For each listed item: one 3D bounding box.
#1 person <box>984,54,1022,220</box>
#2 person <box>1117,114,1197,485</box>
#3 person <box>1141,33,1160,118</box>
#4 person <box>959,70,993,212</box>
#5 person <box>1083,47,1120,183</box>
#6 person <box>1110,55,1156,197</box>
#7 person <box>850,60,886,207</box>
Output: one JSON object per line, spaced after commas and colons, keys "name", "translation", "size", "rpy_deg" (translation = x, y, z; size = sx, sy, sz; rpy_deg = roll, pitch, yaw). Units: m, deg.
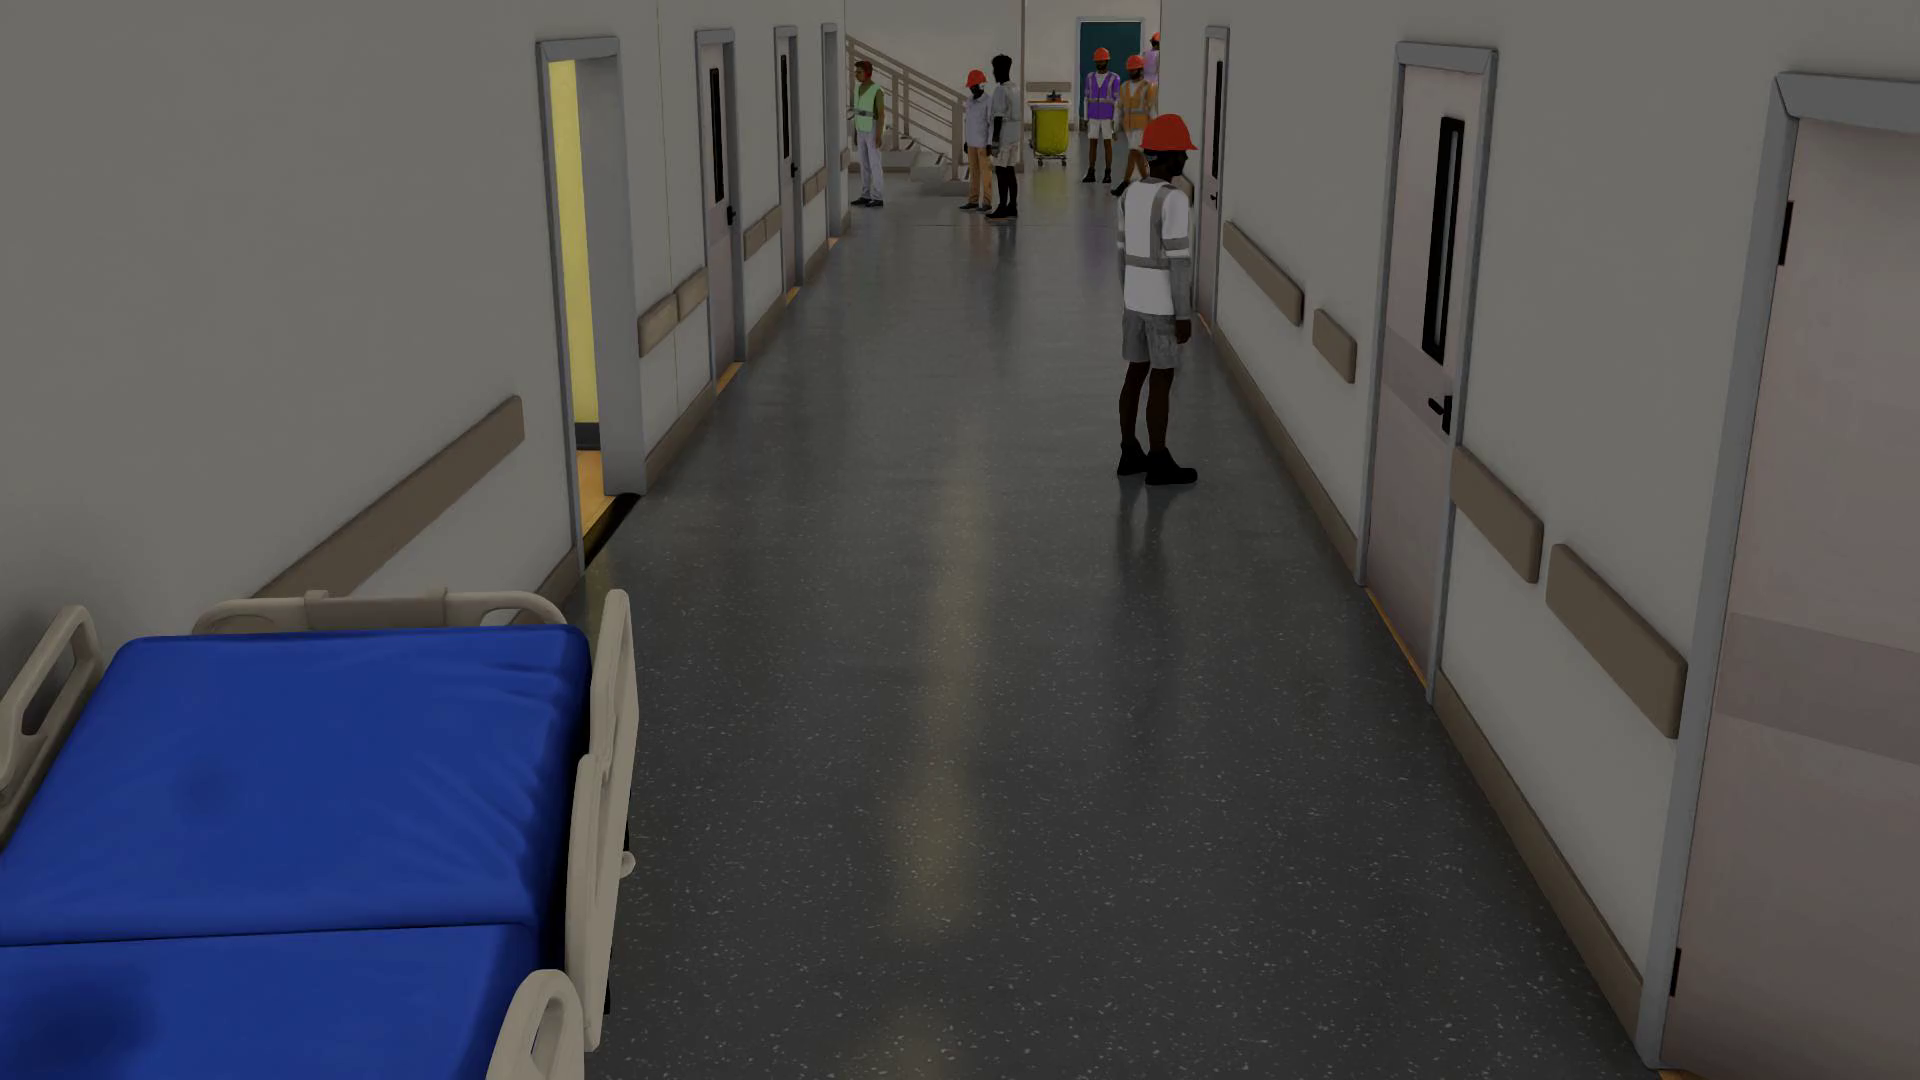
{"name": "person", "translation": [0.536, -4.862, 20.118], "size": [0.385, 1.955, 0.608], "rpy_deg": [8, 19, 24]}
{"name": "person", "translation": [1.053, -1.263, 8.831], "size": [0.372, 1.939, 0.544], "rpy_deg": [-9, 20, -27]}
{"name": "person", "translation": [3.954, -9.244, 33.769], "size": [0.403, 2.031, 0.612], "rpy_deg": [-16, 24, -41]}
{"name": "person", "translation": [0.218, -5.030, 20.984], "size": [0.340, 1.742, 0.560], "rpy_deg": [-13, 22, -36]}
{"name": "person", "translation": [2.067, -6.228, 24.436], "size": [0.545, 1.938, 0.361], "rpy_deg": [7, 19, 20]}
{"name": "person", "translation": [2.377, -5.652, 22.721], "size": [0.568, 1.883, 1.013], "rpy_deg": [15, 23, 39]}
{"name": "person", "translation": [-1.173, -5.256, 21.539], "size": [0.374, 1.839, 0.569], "rpy_deg": [-13, 22, -36]}
